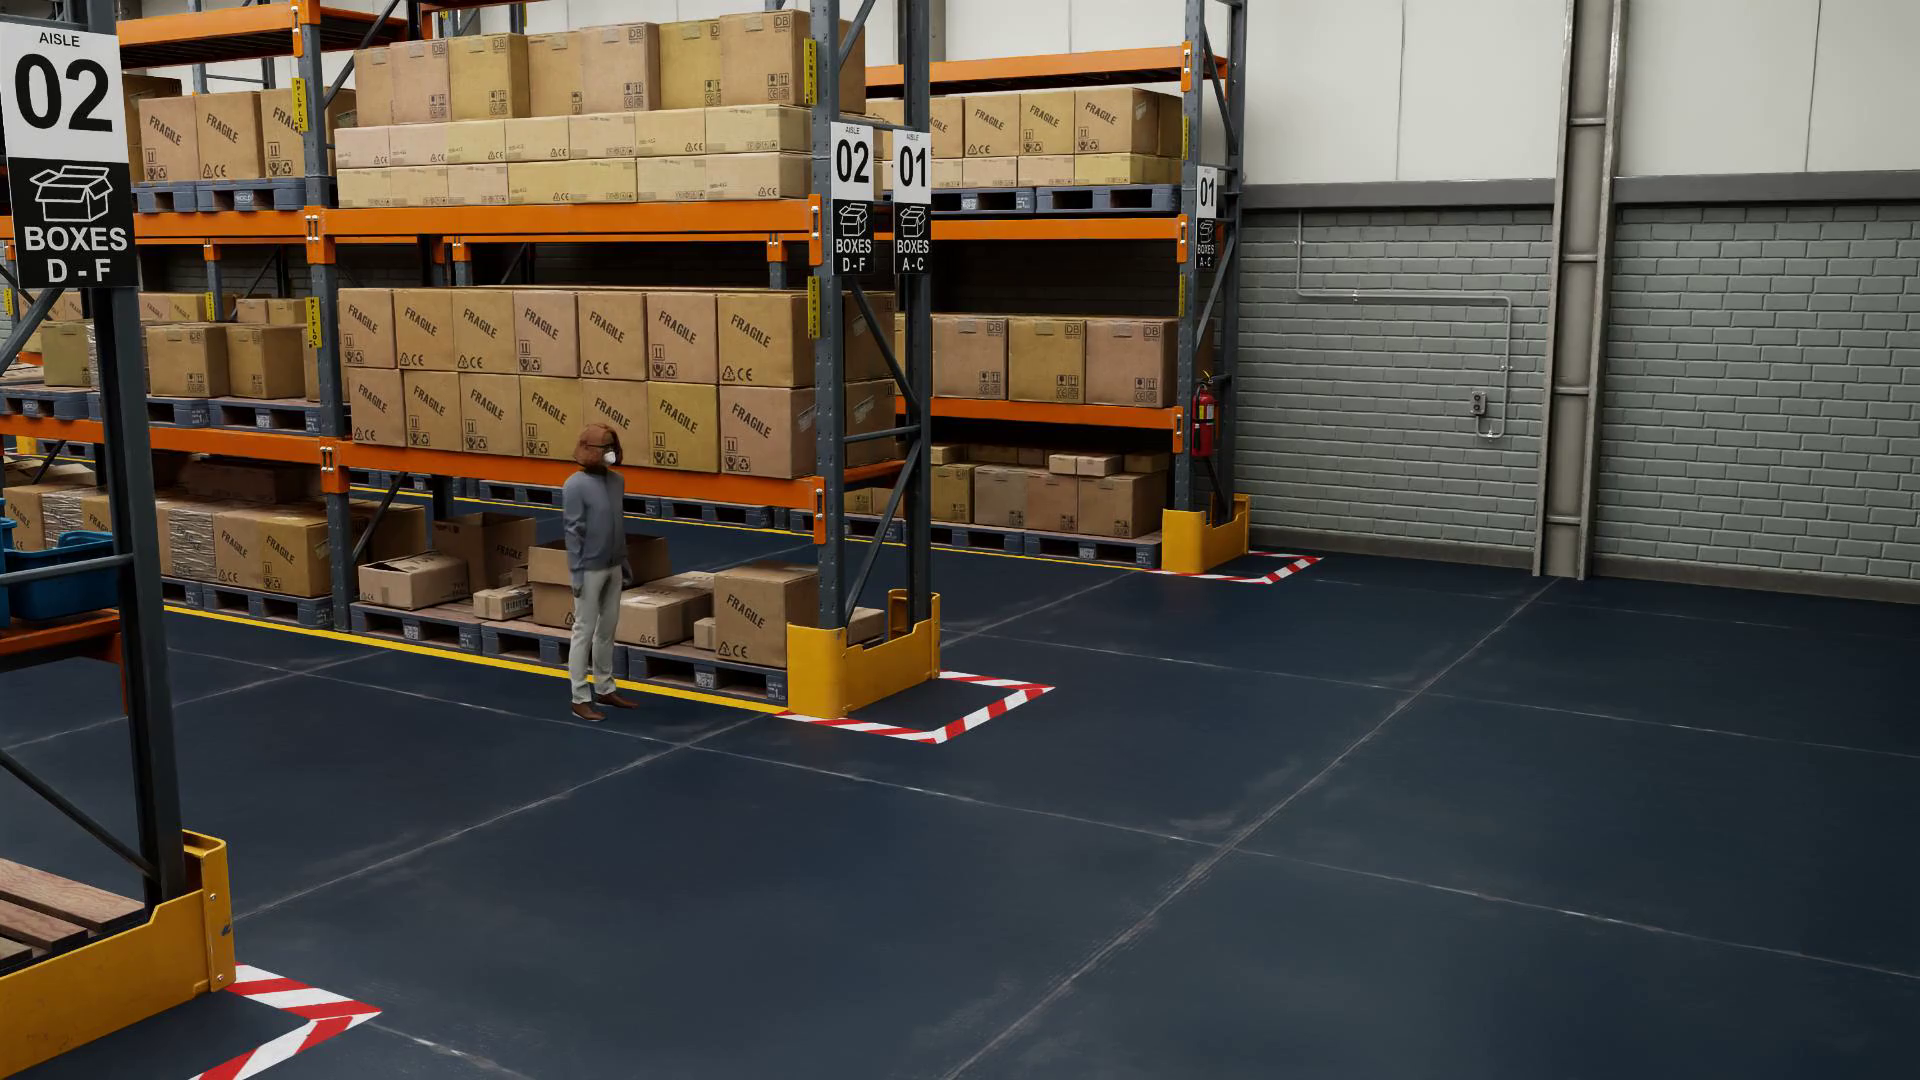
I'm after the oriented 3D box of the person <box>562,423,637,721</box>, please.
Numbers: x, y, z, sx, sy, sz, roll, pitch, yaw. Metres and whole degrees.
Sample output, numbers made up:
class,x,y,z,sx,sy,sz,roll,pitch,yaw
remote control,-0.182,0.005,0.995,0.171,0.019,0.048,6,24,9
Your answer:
class,x,y,z,sx,sy,sz,roll,pitch,yaw
person,-1.987,0.165,9.166,0.266,1.631,0.507,4,11,25

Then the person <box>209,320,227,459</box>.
class,x,y,z,sx,sy,sz,roll,pitch,yaw
person,-7.284,-1.234,16.564,1.030,1.914,0.618,8,13,40
